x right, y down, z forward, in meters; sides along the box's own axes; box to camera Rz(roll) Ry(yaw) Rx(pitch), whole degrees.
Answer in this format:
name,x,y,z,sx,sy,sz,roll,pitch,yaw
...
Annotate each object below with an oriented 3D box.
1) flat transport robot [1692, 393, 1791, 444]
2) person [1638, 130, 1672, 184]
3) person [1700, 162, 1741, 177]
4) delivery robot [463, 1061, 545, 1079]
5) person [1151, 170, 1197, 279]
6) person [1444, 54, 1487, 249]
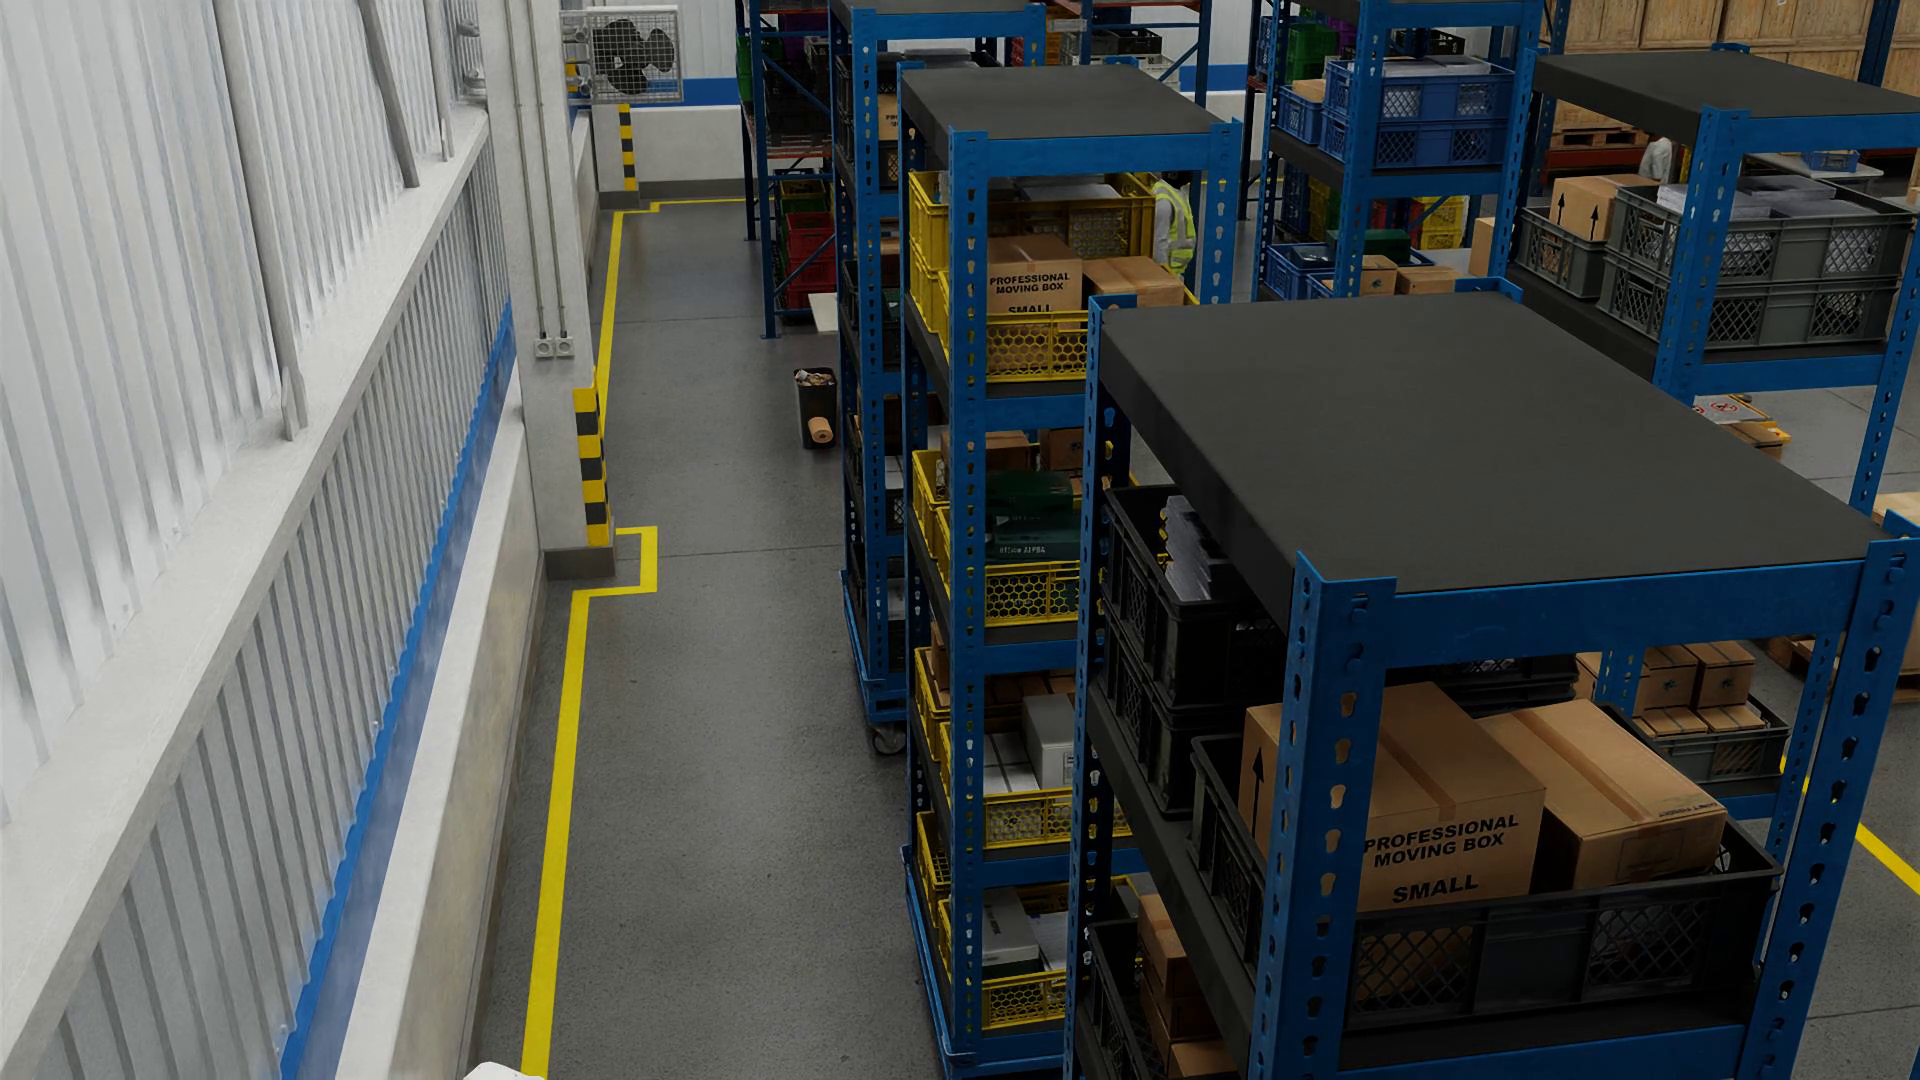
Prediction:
name,x,y,z,sx,sy,sz,roll,pitch,yaw
flat transport robot,5.224,-0.859,12.132,1.431,0.197,0.652,-4,25,-8
person,6.045,-2.904,14.691,0.331,1.862,0.519,10,26,20
person,6.839,-3.085,15.067,0.578,1.878,0.343,-22,33,-39
delivery robot,-1.392,1.990,5.495,0.707,0.478,0.477,12,27,25
person,1.637,-2.163,13.117,0.430,1.836,0.630,6,25,14
person,5.089,-3.894,16.750,0.369,1.940,0.631,19,31,36
